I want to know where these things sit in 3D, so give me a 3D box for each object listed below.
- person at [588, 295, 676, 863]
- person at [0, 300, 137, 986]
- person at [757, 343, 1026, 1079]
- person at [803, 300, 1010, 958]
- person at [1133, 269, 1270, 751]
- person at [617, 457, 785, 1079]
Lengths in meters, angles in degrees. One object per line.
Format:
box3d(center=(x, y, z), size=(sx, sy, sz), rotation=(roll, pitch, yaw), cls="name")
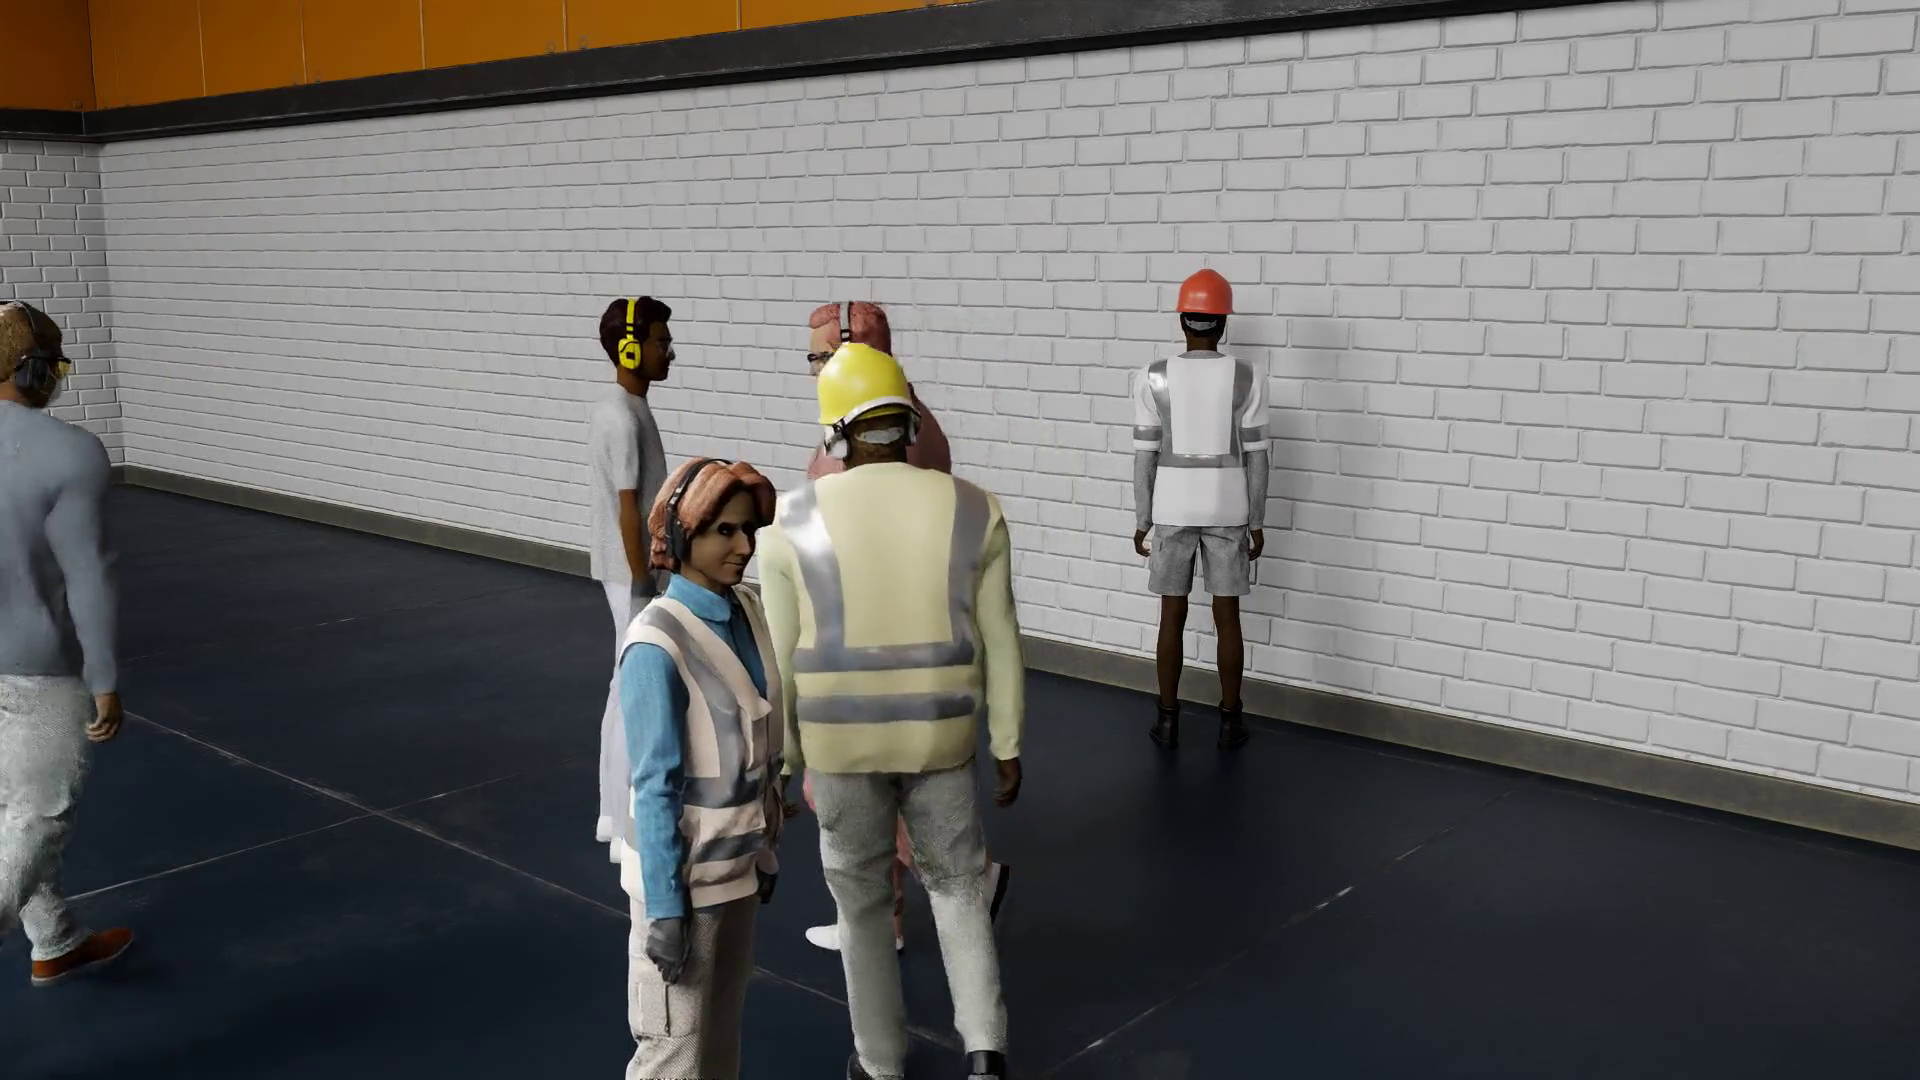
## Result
box3d(center=(-1.064, 0.136, 5.506), size=(0.316, 1.868, 0.532), rotation=(-3, 10, -15), cls="person")
box3d(center=(-2.480, 0.346, 4.237), size=(0.664, 1.904, 0.854), rotation=(2, 10, 12), cls="person")
box3d(center=(-0.158, 0.459, 3.844), size=(0.614, 1.808, 0.570), rotation=(-2, 10, -13), cls="person")
box3d(center=(-0.158, 0.292, 4.562), size=(0.608, 1.881, 0.672), rotation=(3, 10, 18), cls="person")
box3d(center=(0.965, -0.111, 6.703), size=(0.543, 1.939, 0.360), rotation=(1, 10, 8), cls="person")
box3d(center=(-0.489, 0.655, 3.204), size=(0.315, 1.636, 0.515), rotation=(2, 10, 13), cls="person")
